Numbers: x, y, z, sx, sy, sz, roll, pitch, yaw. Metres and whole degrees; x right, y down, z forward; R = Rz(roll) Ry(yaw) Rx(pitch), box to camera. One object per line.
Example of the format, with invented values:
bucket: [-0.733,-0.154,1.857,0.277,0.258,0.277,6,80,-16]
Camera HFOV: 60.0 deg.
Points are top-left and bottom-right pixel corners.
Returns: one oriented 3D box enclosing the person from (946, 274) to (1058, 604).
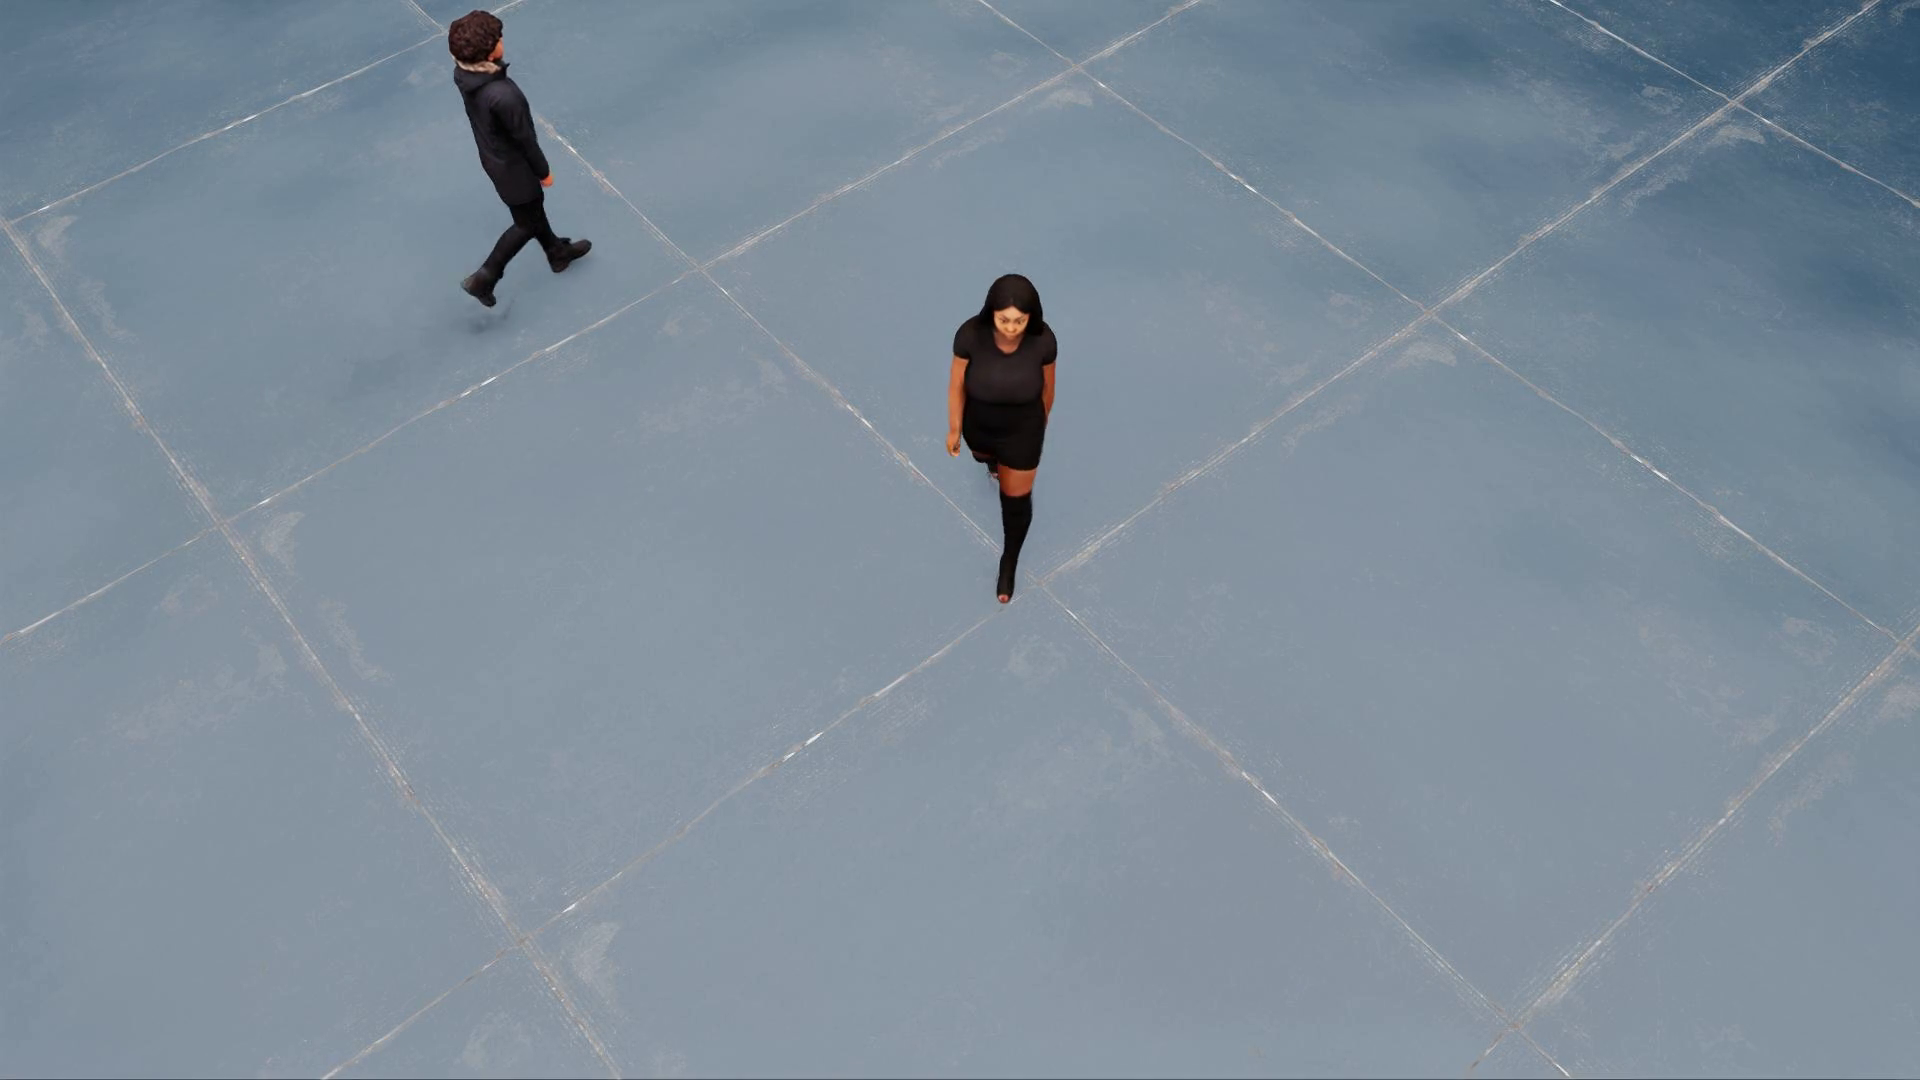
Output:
person: [0.192,-0.606,7.864,1.123,1.814,1.232,8,53,6]

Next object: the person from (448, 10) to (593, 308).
person: [-2.475,-2.001,8.978,1.059,1.761,0.600,-35,60,-24]
